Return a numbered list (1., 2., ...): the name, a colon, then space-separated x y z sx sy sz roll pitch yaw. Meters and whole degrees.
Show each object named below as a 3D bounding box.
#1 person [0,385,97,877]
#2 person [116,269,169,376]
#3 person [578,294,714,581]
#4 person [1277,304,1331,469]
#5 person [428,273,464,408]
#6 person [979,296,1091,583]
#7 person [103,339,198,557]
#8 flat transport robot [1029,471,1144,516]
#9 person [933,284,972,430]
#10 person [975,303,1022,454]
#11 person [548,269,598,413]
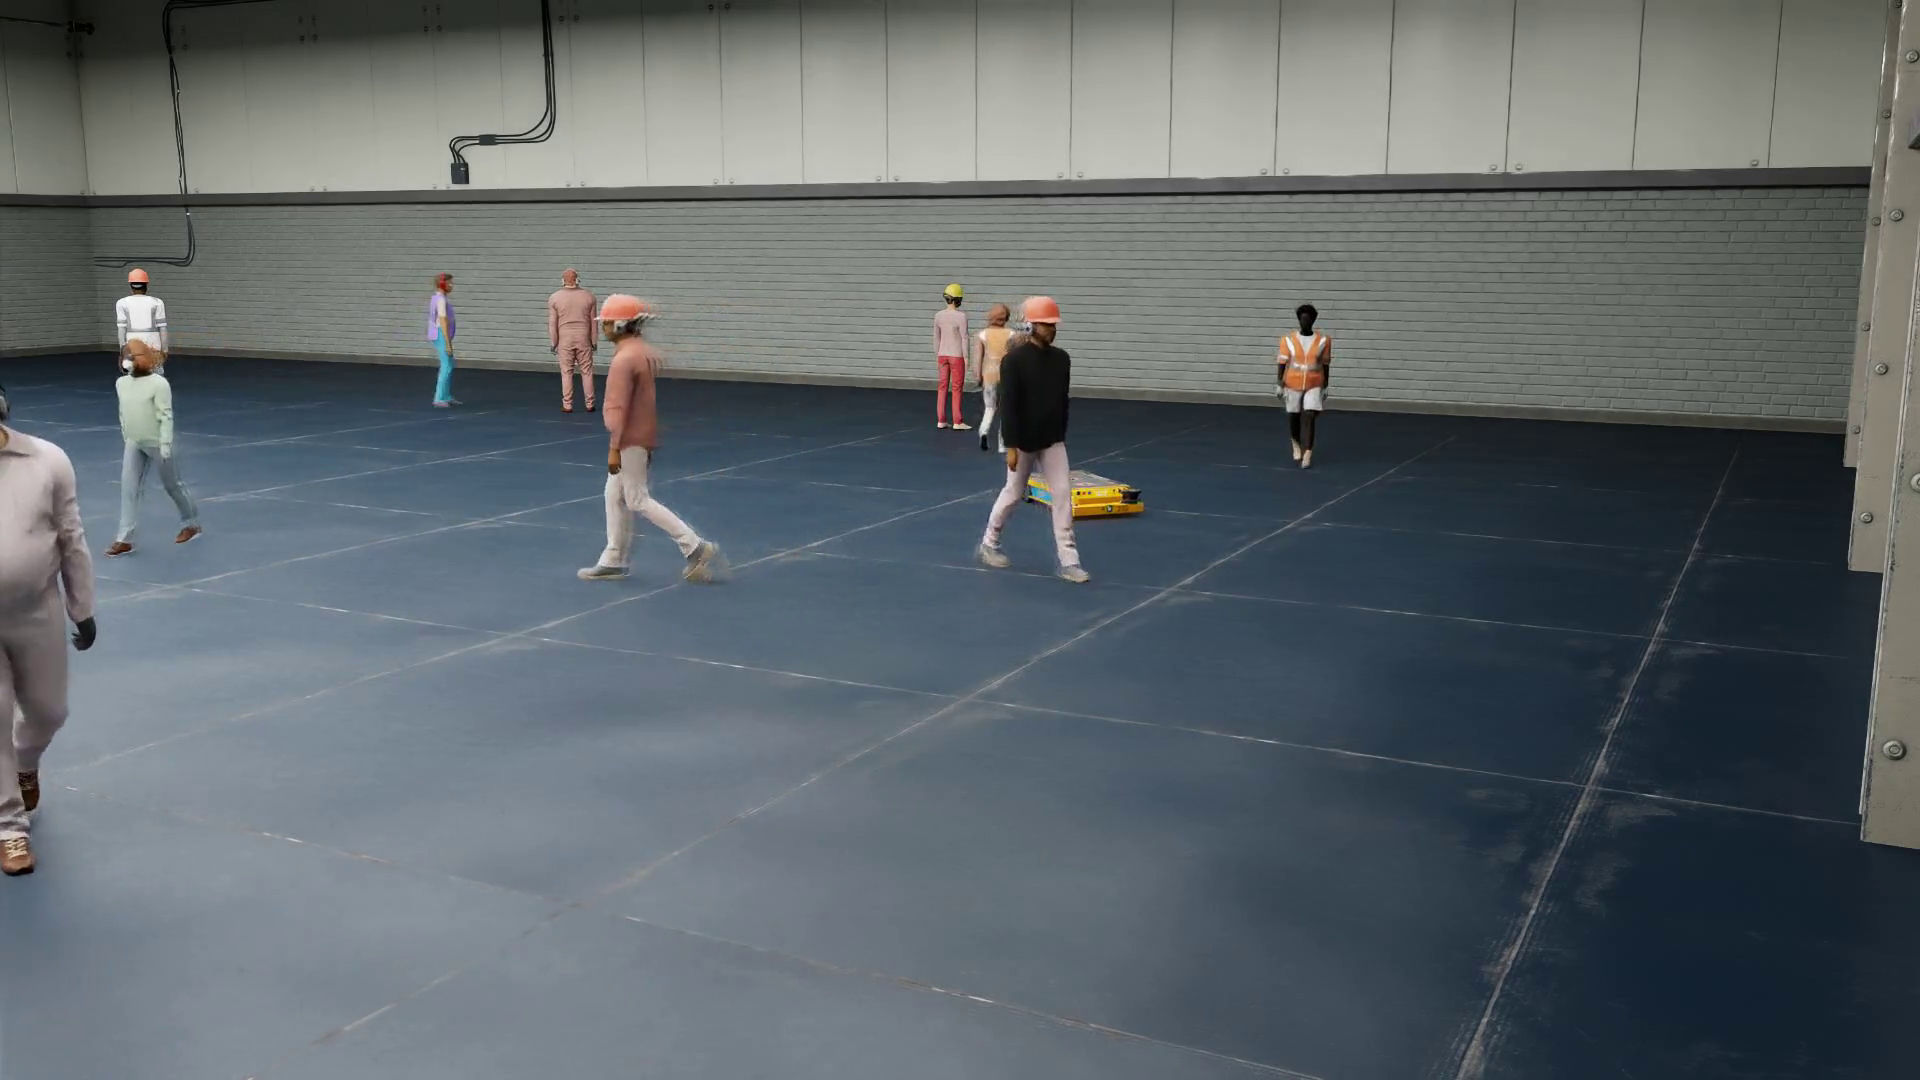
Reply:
1. person: -3.661 0.267 6.315 0.651 1.880 0.765 -9 13 -39
2. person: -10.127 -2.386 20.641 0.553 1.934 0.363 -5 11 -24
3. person: -2.145 -0.677 11.242 0.885 1.968 0.613 0 10 -2
4. person: 3.531 -1.599 17.102 0.538 1.661 0.842 2 11 13
5. person: -7.083 -2.736 22.817 0.403 1.851 0.568 -4 11 -22
6. person: 0.489 -0.716 11.527 0.641 1.952 1.018 -7 13 -34
7. person: -6.089 -0.714 12.472 0.512 1.589 0.841 3 11 16
8. flat transport robot: 0.992 -0.423 14.482 0.652 0.197 1.431 -4 11 -20
9. person: -0.082 -2.211 20.149 0.533 1.767 0.313 9 14 40
10. person: 0.416 -1.709 17.797 0.518 1.627 0.435 3 11 17
11. person: -5.144 -2.643 22.135 0.661 1.906 0.402 -4 11 -21
